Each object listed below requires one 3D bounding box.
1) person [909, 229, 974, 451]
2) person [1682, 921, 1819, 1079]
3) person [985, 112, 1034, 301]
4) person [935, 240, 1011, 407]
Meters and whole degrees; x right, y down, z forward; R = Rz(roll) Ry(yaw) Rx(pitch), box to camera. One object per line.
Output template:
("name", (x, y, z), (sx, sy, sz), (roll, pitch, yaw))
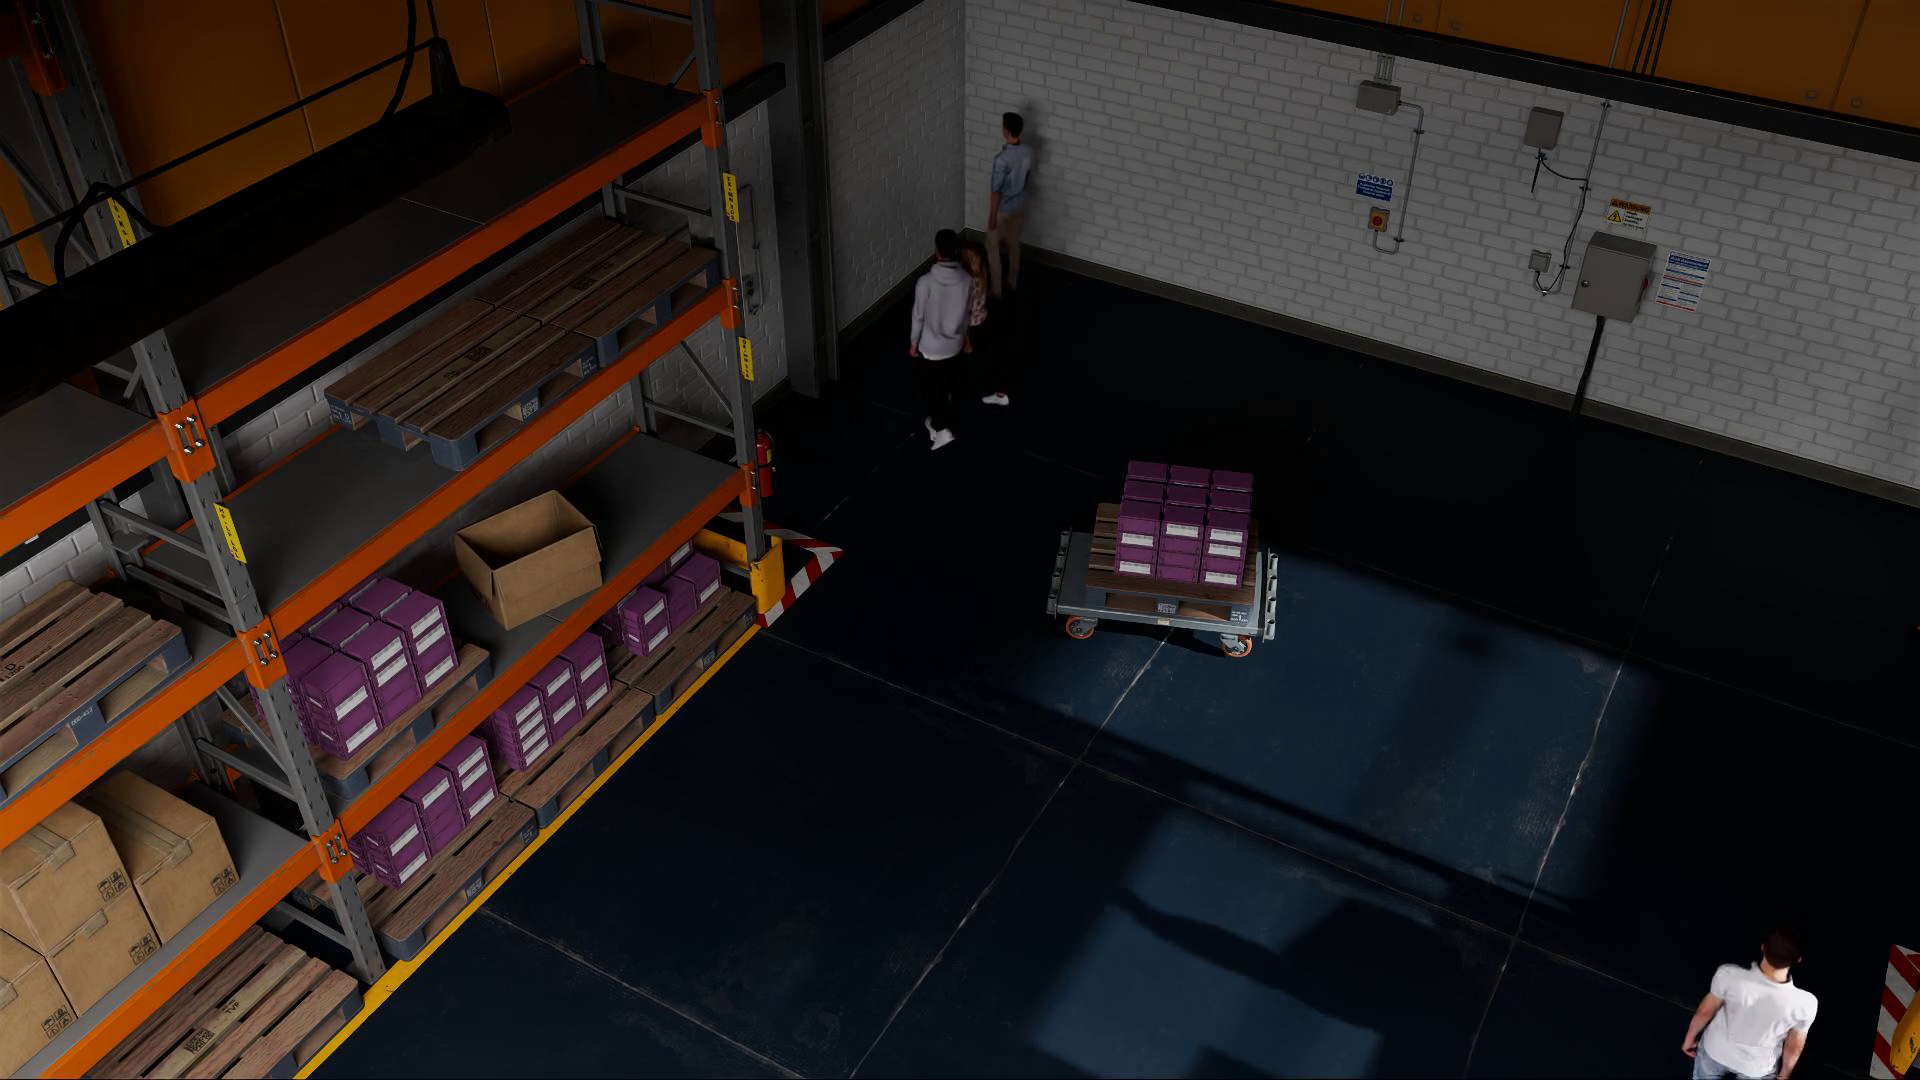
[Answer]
("person", (-0.115, -1.591, 13.733), (1.017, 1.896, 1.054), (-22, 44, -25))
("person", (3.935, 2.678, 8.436), (0.684, 1.836, 0.794), (21, 43, 24))
("person", (0.499, -3.129, 15.700), (0.803, 1.845, 0.652), (29, 47, 31))
("person", (0.165, -1.822, 14.256), (0.647, 1.605, 0.933), (18, 42, 22))
